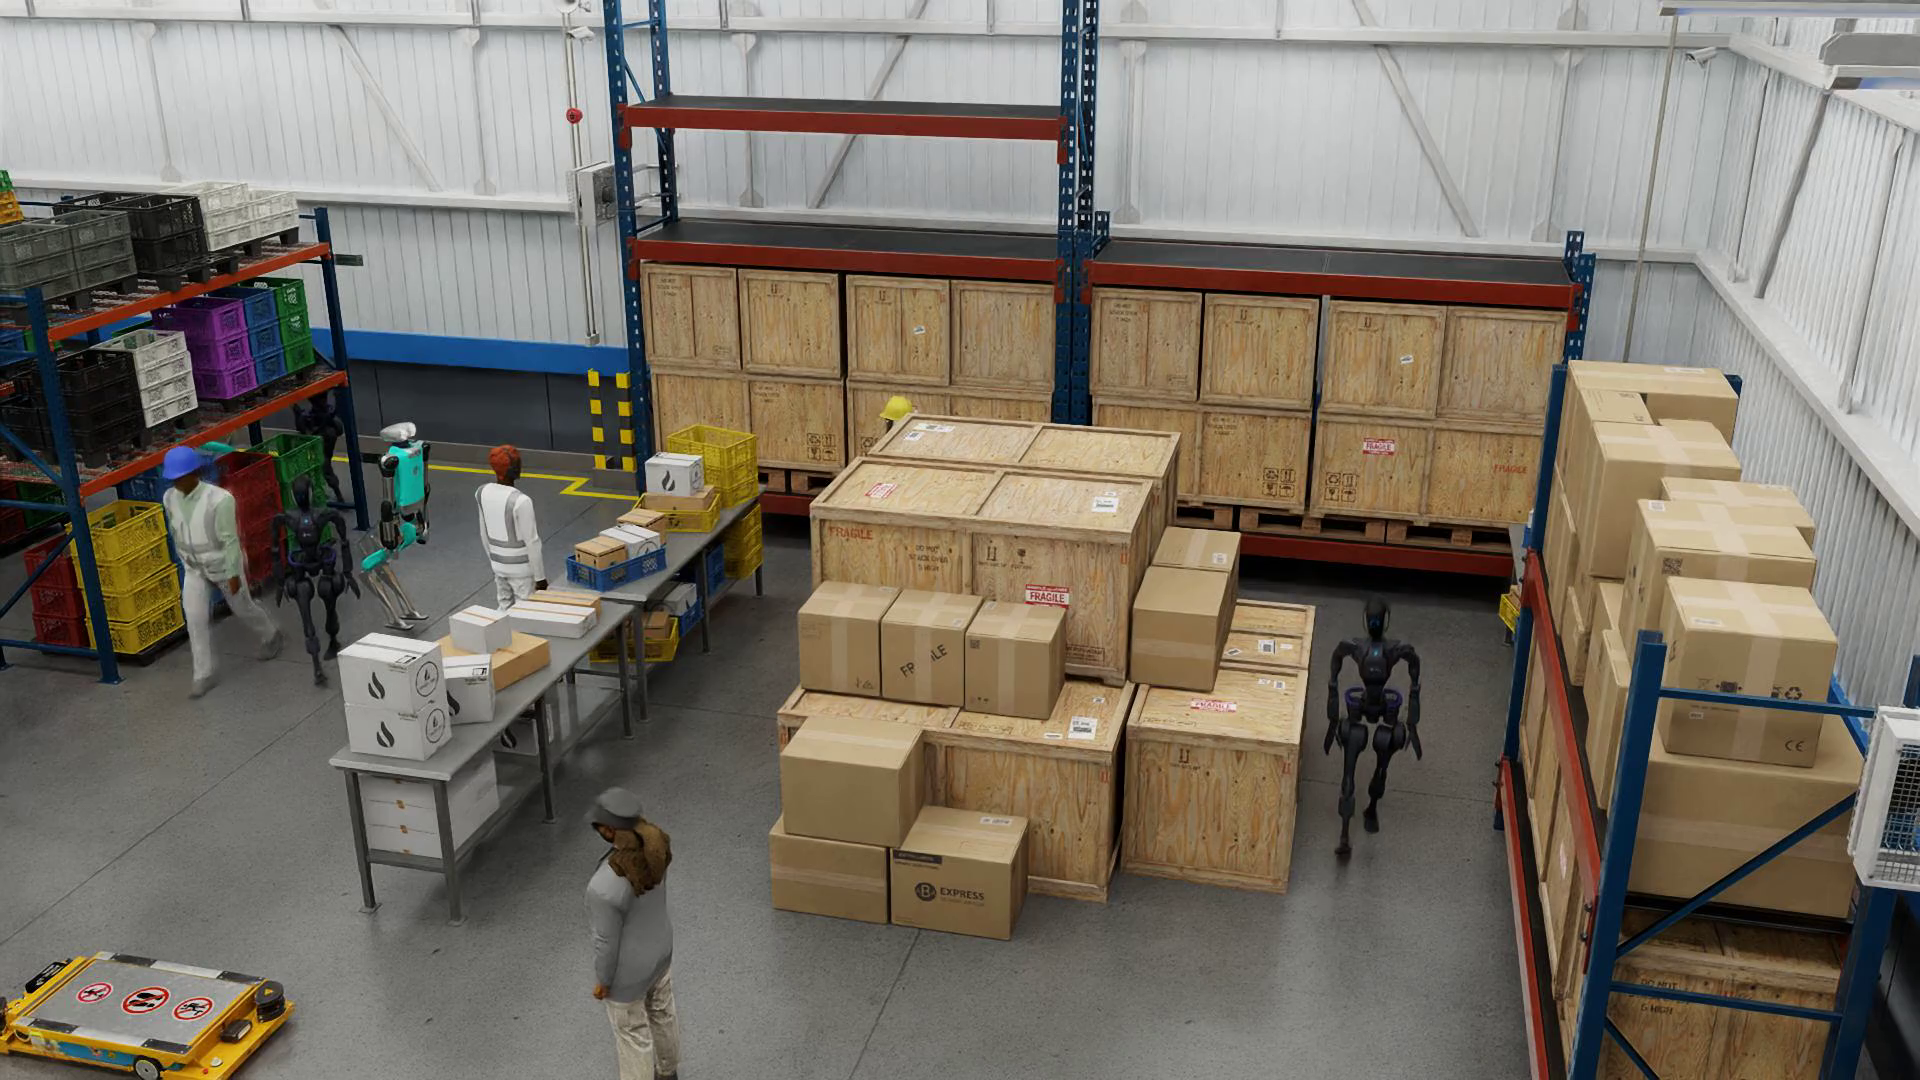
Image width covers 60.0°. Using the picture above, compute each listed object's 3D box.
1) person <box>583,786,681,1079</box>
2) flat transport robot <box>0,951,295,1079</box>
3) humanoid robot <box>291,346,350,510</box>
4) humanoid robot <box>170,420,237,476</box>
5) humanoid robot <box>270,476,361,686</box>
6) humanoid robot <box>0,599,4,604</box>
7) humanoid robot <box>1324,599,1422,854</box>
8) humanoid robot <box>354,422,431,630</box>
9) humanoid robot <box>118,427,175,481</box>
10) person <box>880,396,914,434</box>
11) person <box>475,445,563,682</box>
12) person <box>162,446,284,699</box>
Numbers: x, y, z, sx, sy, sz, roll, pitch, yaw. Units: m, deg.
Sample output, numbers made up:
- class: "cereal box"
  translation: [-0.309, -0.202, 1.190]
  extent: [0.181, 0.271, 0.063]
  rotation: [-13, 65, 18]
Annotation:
- class: "person"
  translation: [-1.524, 1.954, 7.832]
  extent: [0.400, 1.769, 0.561]
  rotation: [7, 22, 18]
- class: "flat transport robot"
  translation: [-4.270, 2.464, 8.601]
  extent: [1.431, 0.231, 0.659]
  rotation: [5, 22, 13]
- class: "humanoid robot"
  translation: [-6.128, -1.105, 16.038]
  extent: [0.788, 1.625, 0.607]
  rotation: [12, 24, 29]
- class: "humanoid robot"
  translation: [-7.222, -1.055, 15.761]
  extent: [0.565, 1.772, 0.878]
  rotation: [20, 28, 41]
- class: "humanoid robot"
  translation: [-4.836, 0.262, 12.479]
  extent: [0.602, 1.621, 0.819]
  rotation: [-7, 22, -18]
- class: "humanoid robot"
  translation: [-8.250, -0.178, 13.541]
  extent: [0.590, 1.651, 0.387]
  rotation: [5, 21, 13]
- class: "humanoid robot"
  translation: [2.526, 1.143, 10.130]
  extent: [0.593, 1.631, 0.762]
  rotation: [5, 21, 12]
- class: "humanoid robot"
  translation: [-4.536, -0.123, 13.168]
  extent: [0.738, 1.694, 0.535]
  rotation: [7, 22, 18]
- class: "humanoid robot"
  translation: [-7.249, -0.791, 15.083]
  extent: [0.531, 1.737, 1.038]
  rotation: [1, 21, 3]
- class: "person"
  translation: [-0.487, -0.289, 13.611]
  extent: [0.404, 1.833, 0.589]
  rotation: [5, 21, 12]
- class: "person"
  translation: [-3.263, 0.207, 12.246]
  extent: [0.574, 1.882, 0.356]
  rotation: [14, 25, 32]
- class: "person"
  translation: [-5.521, 0.150, 12.370]
  extent: [0.602, 1.908, 0.937]
  rotation: [4, 21, 11]
